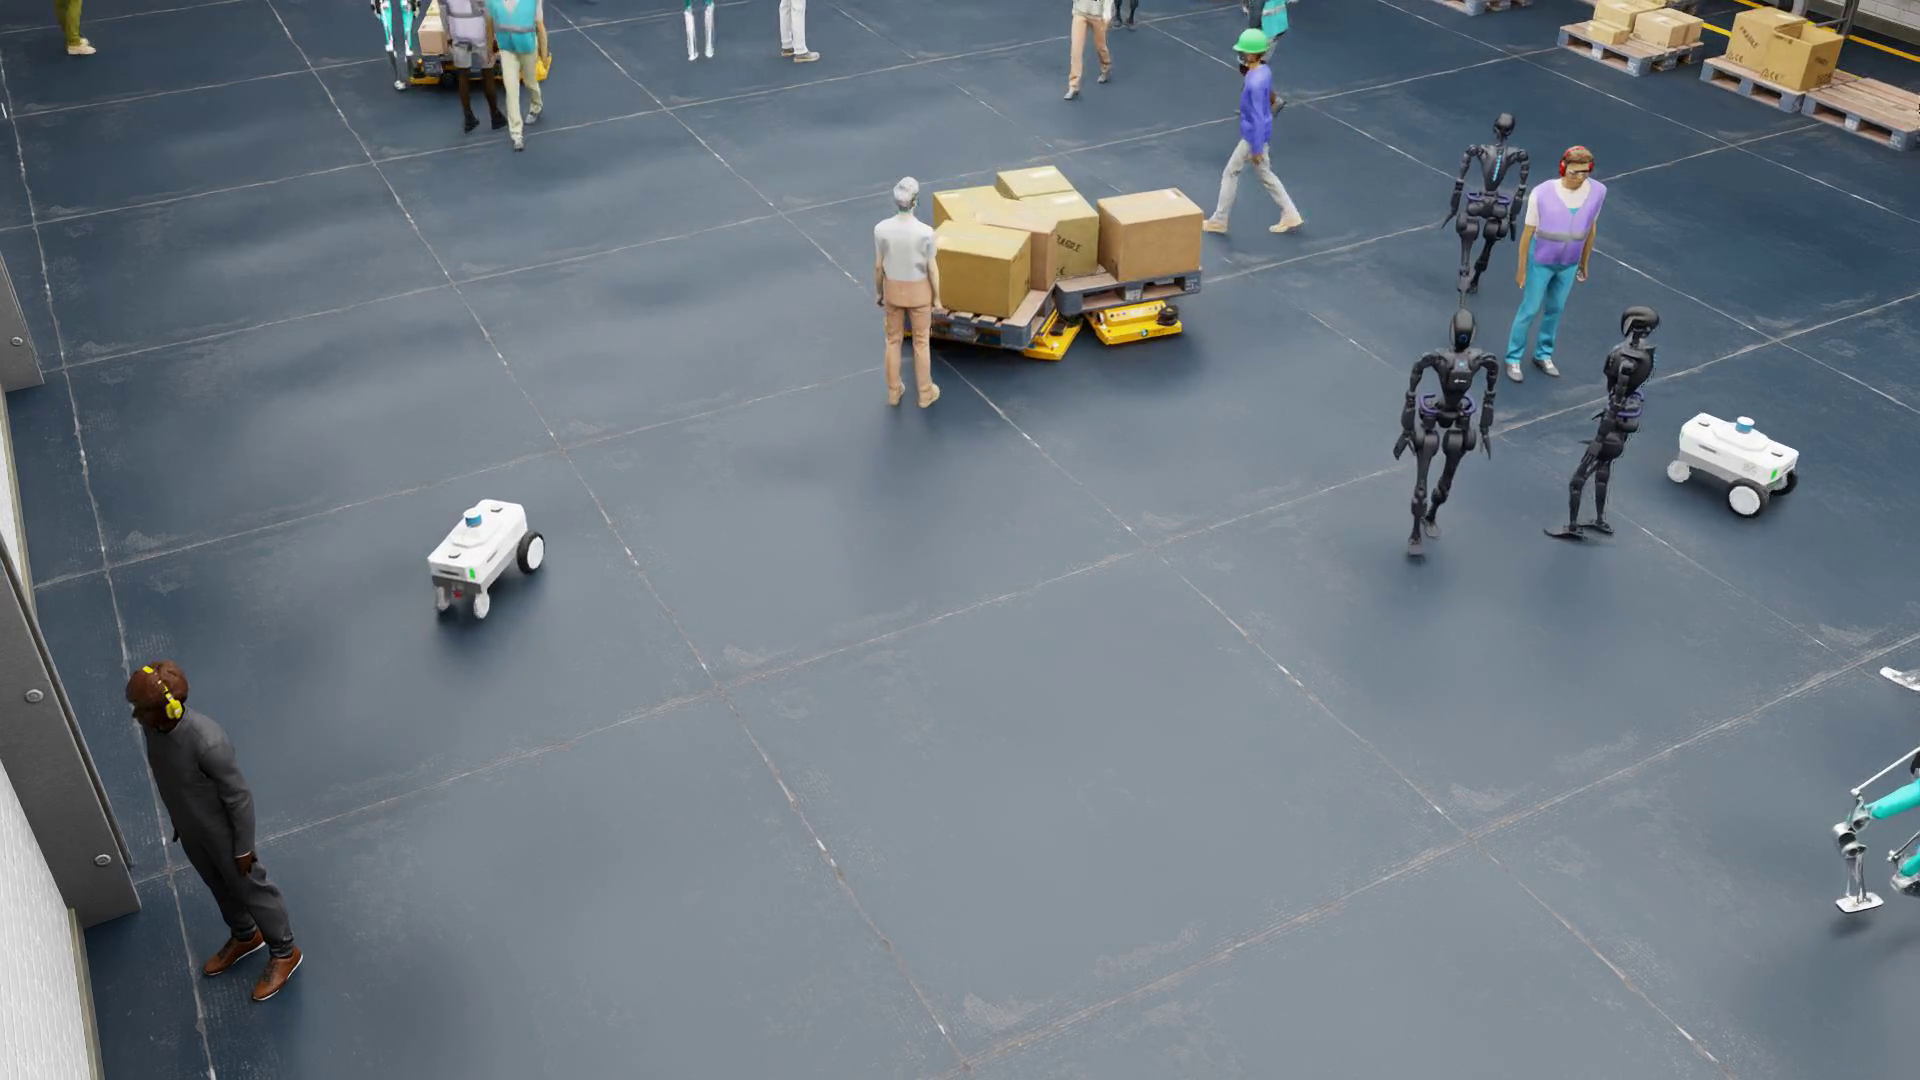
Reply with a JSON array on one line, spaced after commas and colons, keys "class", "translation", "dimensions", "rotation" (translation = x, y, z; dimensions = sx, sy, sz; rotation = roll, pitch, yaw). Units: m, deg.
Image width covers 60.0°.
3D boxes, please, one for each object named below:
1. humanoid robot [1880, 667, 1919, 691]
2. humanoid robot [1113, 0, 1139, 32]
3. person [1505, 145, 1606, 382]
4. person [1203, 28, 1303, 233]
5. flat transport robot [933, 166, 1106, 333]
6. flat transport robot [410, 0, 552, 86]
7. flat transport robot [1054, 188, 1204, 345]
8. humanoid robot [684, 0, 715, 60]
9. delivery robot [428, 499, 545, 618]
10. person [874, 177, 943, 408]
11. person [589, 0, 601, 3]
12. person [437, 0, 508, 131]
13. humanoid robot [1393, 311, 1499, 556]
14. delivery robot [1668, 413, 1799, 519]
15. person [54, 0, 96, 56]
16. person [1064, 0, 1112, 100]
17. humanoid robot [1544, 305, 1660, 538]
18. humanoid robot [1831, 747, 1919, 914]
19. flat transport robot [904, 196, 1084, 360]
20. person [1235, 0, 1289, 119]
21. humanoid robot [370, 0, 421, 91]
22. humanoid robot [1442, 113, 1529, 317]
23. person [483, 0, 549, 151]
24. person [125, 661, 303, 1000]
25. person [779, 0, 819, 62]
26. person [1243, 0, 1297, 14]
[{"class": "humanoid robot", "translation": [5.724, 0.313, 9.016], "dimensions": [0.537, 1.772, 0.971], "rotation": [-22, 41, -28]}, {"class": "humanoid robot", "translation": [1.906, -6.678, 19.023], "dimensions": [0.607, 1.642, 0.519], "rotation": [1, 35, 1]}, {"class": "person", "translation": [4.373, -2.056, 12.289], "dimensions": [0.568, 1.837, 0.395], "rotation": [-5, 35, -7]}, {"class": "person", "translation": [2.601, -3.506, 14.371], "dimensions": [0.906, 1.834, 0.494], "rotation": [9, 36, 13]}, {"class": "flat transport robot", "translation": [0.431, -2.033, 13.618], "dimensions": [0.659, 0.231, 1.431], "rotation": [-10, 36, -14]}, {"class": "flat transport robot", "translation": [-5.212, -5.178, 18.109], "dimensions": [1.431, 0.231, 0.659], "rotation": [-3, 35, -5]}, {"class": "flat transport robot", "translation": [1.210, -2.032, 13.617], "dimensions": [0.659, 0.231, 1.431], "rotation": [-12, 37, -16]}, {"class": "humanoid robot", "translation": [-2.864, -6.105, 18.157], "dimensions": [0.534, 1.754, 0.805], "rotation": [2, 35, 3]}, {"class": "delivery robot", "translation": [-2.983, 0.060, 10.361], "dimensions": [0.499, 0.572, 0.747], "rotation": [9, 36, 13]}, {"class": "person", "translation": [-0.372, -1.767, 11.949], "dimensions": [0.491, 1.744, 0.304], "rotation": [9, 36, 12]}, {"class": "person", "translation": [-4.453, -7.280, 19.868], "dimensions": [0.496, 1.677, 0.557], "rotation": [13, 37, 18]}, {"class": "person", "translation": [-4.824, -5.005, 16.413], "dimensions": [0.554, 1.942, 0.374], "rotation": [4, 35, 5]}, {"class": "humanoid robot", "translation": [3.068, -0.667, 10.450], "dimensions": [0.608, 1.649, 0.556], "rotation": [1, 35, 1]}, {"class": "delivery robot", "translation": [5.247, -0.549, 11.245], "dimensions": [0.499, 0.589, 0.784], "rotation": [-27, 43, -33]}, {"class": "person", "translation": [-9.976, -6.260, 18.336], "dimensions": [0.626, 1.794, 0.369], "rotation": [28, 44, 34]}, {"class": "person", "translation": [1.396, -5.496, 17.368], "dimensions": [0.478, 1.644, 0.815], "rotation": [17, 38, 22]}, {"class": "humanoid robot", "translation": [4.094, -0.763, 10.576], "dimensions": [0.472, 1.646, 0.589], "rotation": [14, 38, 20]}, {"class": "humanoid robot", "translation": [4.542, 1.181, 7.757], "dimensions": [0.939, 1.760, 0.546], "rotation": [-8, 36, -11]}, {"class": "flat transport robot", "translation": [0.209, -1.752, 13.217], "dimensions": [1.431, 0.231, 0.659], "rotation": [11, 37, 16]}, {"class": "person", "translation": [3.066, -5.065, 16.503], "dimensions": [0.561, 1.928, 0.560], "rotation": [28, 44, 34]}, {"class": "humanoid robot", "translation": [-5.892, -5.510, 17.414], "dimensions": [0.534, 1.879, 0.836], "rotation": [-9, 36, -13]}, {"class": "humanoid robot", "translation": [4.174, -2.598, 13.262], "dimensions": [0.584, 1.621, 0.855], "rotation": [5, 35, 8]}, {"class": "person", "translation": [-4.330, -4.816, 16.275], "dimensions": [0.628, 1.785, 0.933], "rotation": [-2, 35, -3]}, {"class": "person", "translation": [-3.359, 1.295, 7.467], "dimensions": [0.503, 1.873, 0.340], "rotation": [18, 39, 24]}, {"class": "person", "translation": [-1.817, -6.188, 18.144], "dimensions": [0.337, 1.882, 0.583], "rotation": [-22, 41, -28]}, {"class": "person", "translation": [3.741, -7.183, 19.549], "dimensions": [0.949, 1.917, 0.632], "rotation": [-18, 39, -24]}]
